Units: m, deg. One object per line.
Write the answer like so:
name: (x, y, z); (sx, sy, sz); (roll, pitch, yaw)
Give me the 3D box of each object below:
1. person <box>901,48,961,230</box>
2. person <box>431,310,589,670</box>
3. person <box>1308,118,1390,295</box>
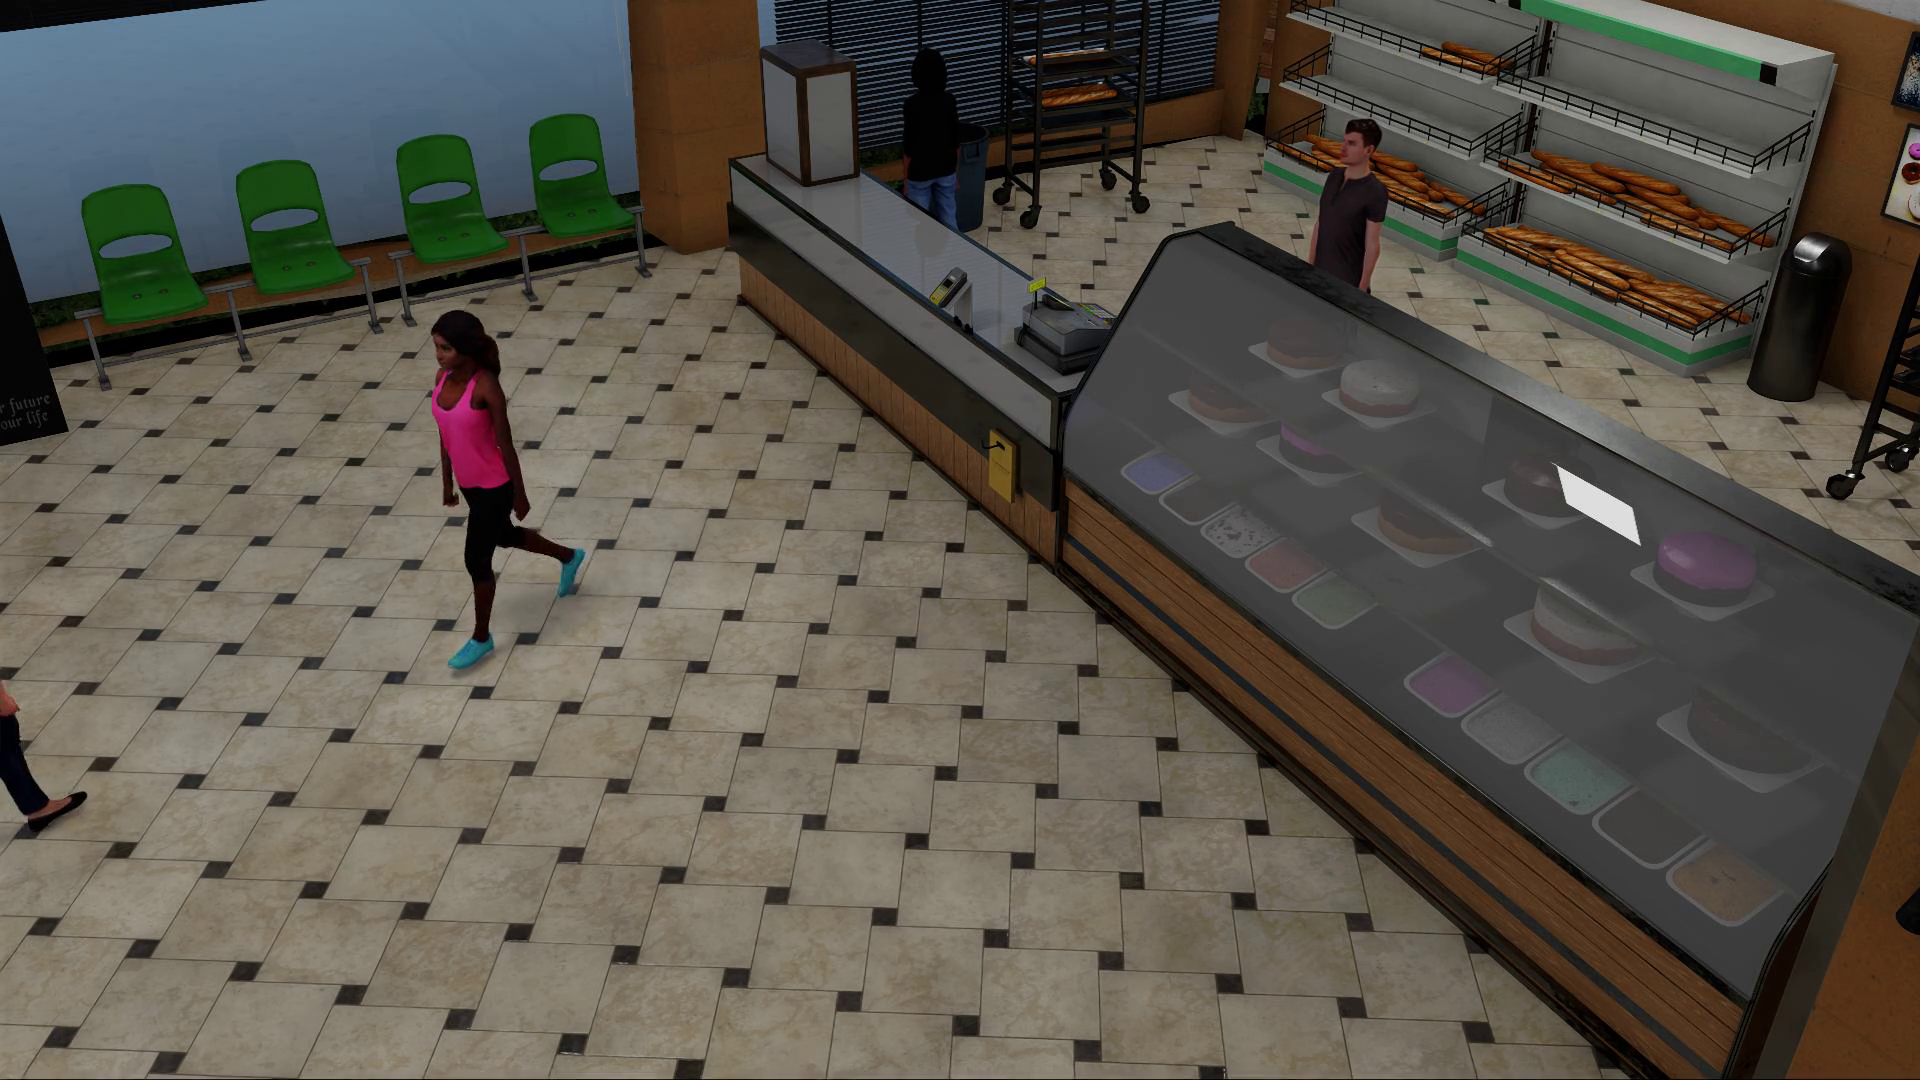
person: (-0.191, -2.395, 10.984); (0.524, 1.701, 0.664); (-11, 34, -17)
person: (-2.085, -0.280, 7.596); (0.887, 1.689, 1.190); (24, 39, 33)
person: (2.144, -1.459, 9.336); (0.524, 1.854, 0.633); (-17, 36, -25)
